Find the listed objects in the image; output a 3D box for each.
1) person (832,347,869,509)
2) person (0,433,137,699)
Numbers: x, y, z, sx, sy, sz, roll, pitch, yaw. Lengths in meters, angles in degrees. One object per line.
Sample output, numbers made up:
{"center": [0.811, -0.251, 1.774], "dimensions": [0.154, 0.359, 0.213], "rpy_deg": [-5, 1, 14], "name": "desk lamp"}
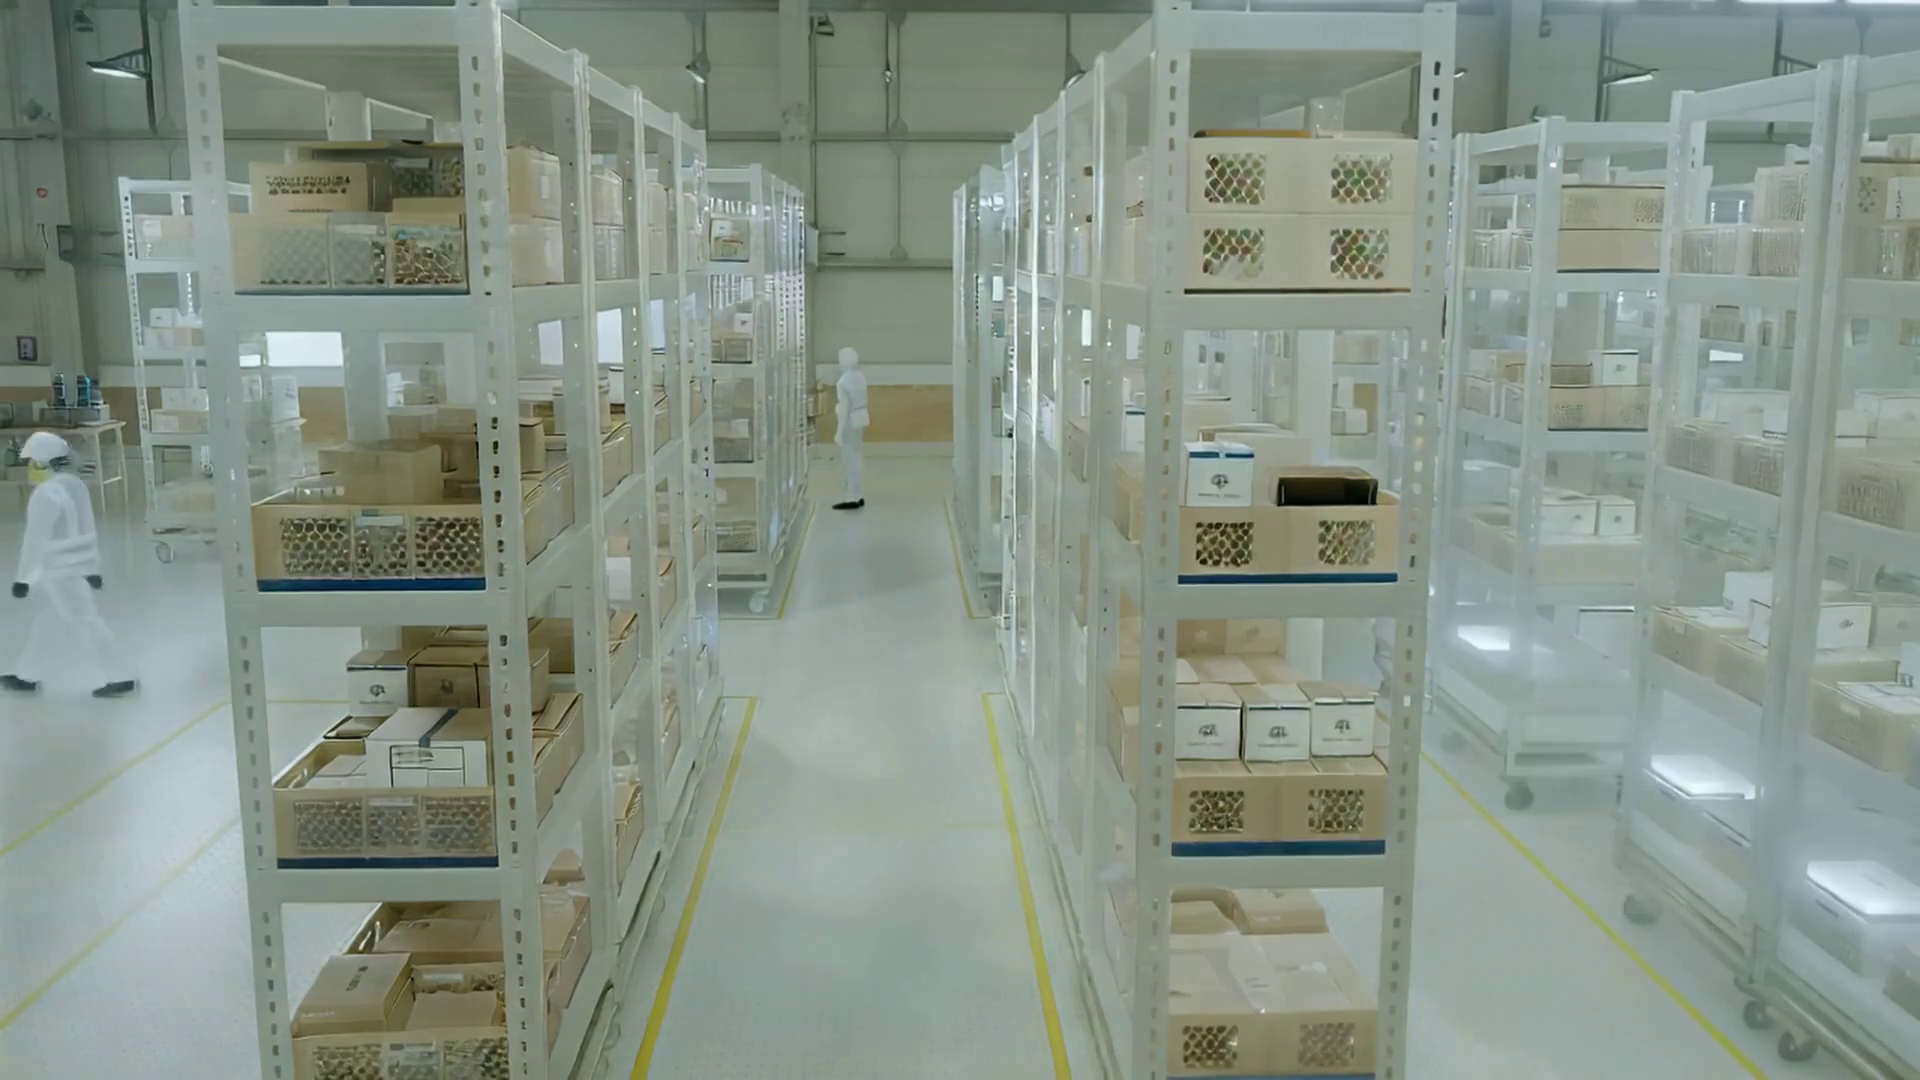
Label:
{"center": [-1.242, -1.277, 19.003], "dimensions": [0.385, 1.845, 0.569], "rpy_deg": [4, 11, 21], "name": "person"}
{"center": [-5.925, 0.186, 10.907], "dimensions": [0.976, 1.775, 0.587], "rpy_deg": [-1, 10, -8], "name": "person"}
